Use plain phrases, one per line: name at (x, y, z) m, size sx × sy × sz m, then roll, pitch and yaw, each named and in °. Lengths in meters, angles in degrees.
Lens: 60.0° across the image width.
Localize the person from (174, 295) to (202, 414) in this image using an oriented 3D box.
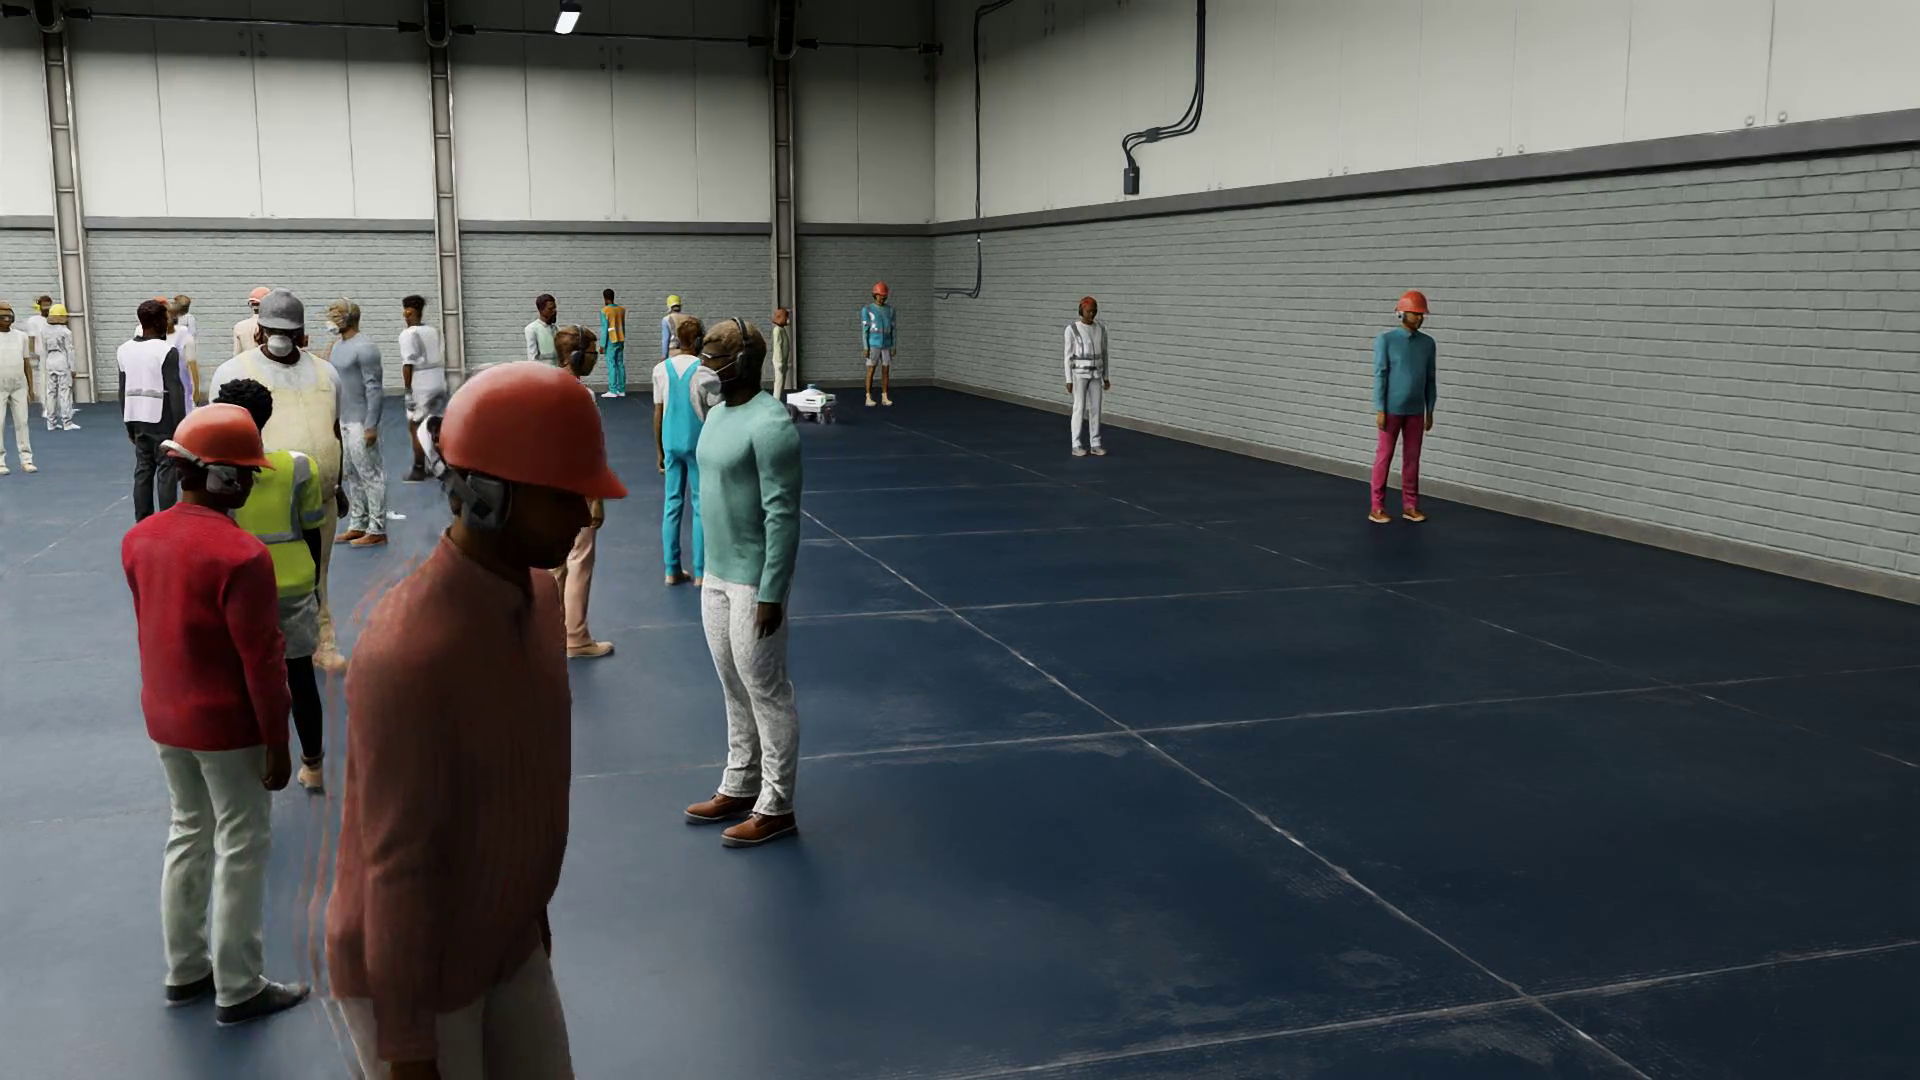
person at (-11.734, -2.790, 25.228) m, size 0.506 × 1.847 × 0.343 m, roll 9°, pitch 12°, yaw 44°

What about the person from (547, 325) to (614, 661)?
person at (-2.120, -0.255, 9.096) m, size 0.350 × 1.834 × 0.523 m, roll -9°, pitch 12°, yaw -44°

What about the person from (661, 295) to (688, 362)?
person at (-4.504, -2.966, 26.398) m, size 0.403 × 1.828 × 0.598 m, roll 8°, pitch 12°, yaw 42°

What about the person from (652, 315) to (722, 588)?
person at (-1.817, -0.587, 11.216) m, size 0.511 × 1.837 × 0.353 m, roll 2°, pitch 9°, yaw 15°

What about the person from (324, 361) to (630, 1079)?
person at (-0.837, 0.681, 2.751) m, size 0.638 × 1.954 × 0.671 m, roll 2°, pitch 9°, yaw 10°

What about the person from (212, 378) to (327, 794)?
person at (-2.770, 0.208, 6.587) m, size 0.532 × 1.693 × 0.319 m, roll -8°, pitch 12°, yaw -40°

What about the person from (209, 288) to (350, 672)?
person at (-3.469, -0.287, 8.638) m, size 0.536 × 2.000 × 0.678 m, roll 8°, pitch 12°, yaw 42°

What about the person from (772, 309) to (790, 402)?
person at (-2.680, -2.655, 25.043) m, size 0.285 × 1.633 × 0.497 m, roll 0°, pitch 9°, yaw 2°

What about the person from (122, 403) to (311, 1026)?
person at (-2.063, 0.488, 4.667) m, size 0.574 × 1.737 × 0.353 m, roll 5°, pitch 10°, yaw 30°

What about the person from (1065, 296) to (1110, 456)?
person at (1.497, -1.924, 19.610) m, size 0.584 × 1.878 × 0.362 m, roll -5°, pitch 10°, yaw -28°

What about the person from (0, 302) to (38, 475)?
person at (-10.168, -1.610, 17.760) m, size 0.338 × 1.830 × 0.506 m, roll 7°, pitch 12°, yaw 40°

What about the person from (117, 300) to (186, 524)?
person at (-6.283, -0.905, 12.967) m, size 0.592 × 1.917 × 0.375 m, roll 4°, pitch 10°, yaw 22°

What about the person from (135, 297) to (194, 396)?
person at (-8.943, -1.789, 18.725) m, size 0.584 × 1.879 × 0.337 m, roll -7°, pitch 11°, yaw -37°

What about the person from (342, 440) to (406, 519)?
person at (-5.217, -0.946, 14.241) m, size 0.746 × 1.609 × 0.509 m, roll 0°, pitch 9°, yaw -1°

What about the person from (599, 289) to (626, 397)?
person at (-6.141, -3.483, 29.438) m, size 0.391 × 1.914 × 0.587 m, roll 5°, pitch 10°, yaw 28°

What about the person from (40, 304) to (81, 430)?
person at (-12.451, -2.388, 23.022) m, size 0.486 × 1.736 × 0.317 m, roll 2°, pitch 9°, yaw 12°

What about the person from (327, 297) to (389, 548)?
person at (-4.687, -0.907, 12.918) m, size 0.352 × 1.937 × 0.635 m, roll -9°, pitch 12°, yaw -44°

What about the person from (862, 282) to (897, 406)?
person at (-1.303, -3.198, 27.260) m, size 0.604 × 2.033 × 0.417 m, roll -5°, pitch 10°, yaw -27°

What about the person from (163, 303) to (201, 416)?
person at (-8.258, -1.568, 17.476) m, size 0.516 × 1.828 × 0.481 m, roll 0°, pitch 9°, yaw 3°

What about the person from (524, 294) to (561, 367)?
person at (-4.543, -1.734, 18.257) m, size 0.392 × 1.920 × 0.587 m, roll 3°, pitch 9°, yaw 17°

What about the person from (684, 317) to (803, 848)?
person at (-0.801, 0.153, 6.159) m, size 0.368 × 1.939 × 0.633 m, roll -6°, pitch 11°, yaw -32°

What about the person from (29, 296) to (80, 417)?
person at (-13.540, -2.713, 24.784) m, size 0.933 × 1.821 × 0.558 m, roll 7°, pitch 11°, yaw 37°

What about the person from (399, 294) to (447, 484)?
person at (-5.520, -1.552, 17.064) m, size 0.451 × 1.936 × 0.641 m, roll 2°, pitch 9°, yaw 15°

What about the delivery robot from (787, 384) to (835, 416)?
delivery robot at (-2.146, -2.004, 24.020) m, size 0.707 × 0.478 × 0.477 m, roll 6°, pitch 11°, yaw 33°

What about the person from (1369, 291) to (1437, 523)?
person at (3.803, -1.126, 14.198) m, size 0.602 × 1.986 × 0.411 m, roll -3°, pitch 9°, yaw -17°
